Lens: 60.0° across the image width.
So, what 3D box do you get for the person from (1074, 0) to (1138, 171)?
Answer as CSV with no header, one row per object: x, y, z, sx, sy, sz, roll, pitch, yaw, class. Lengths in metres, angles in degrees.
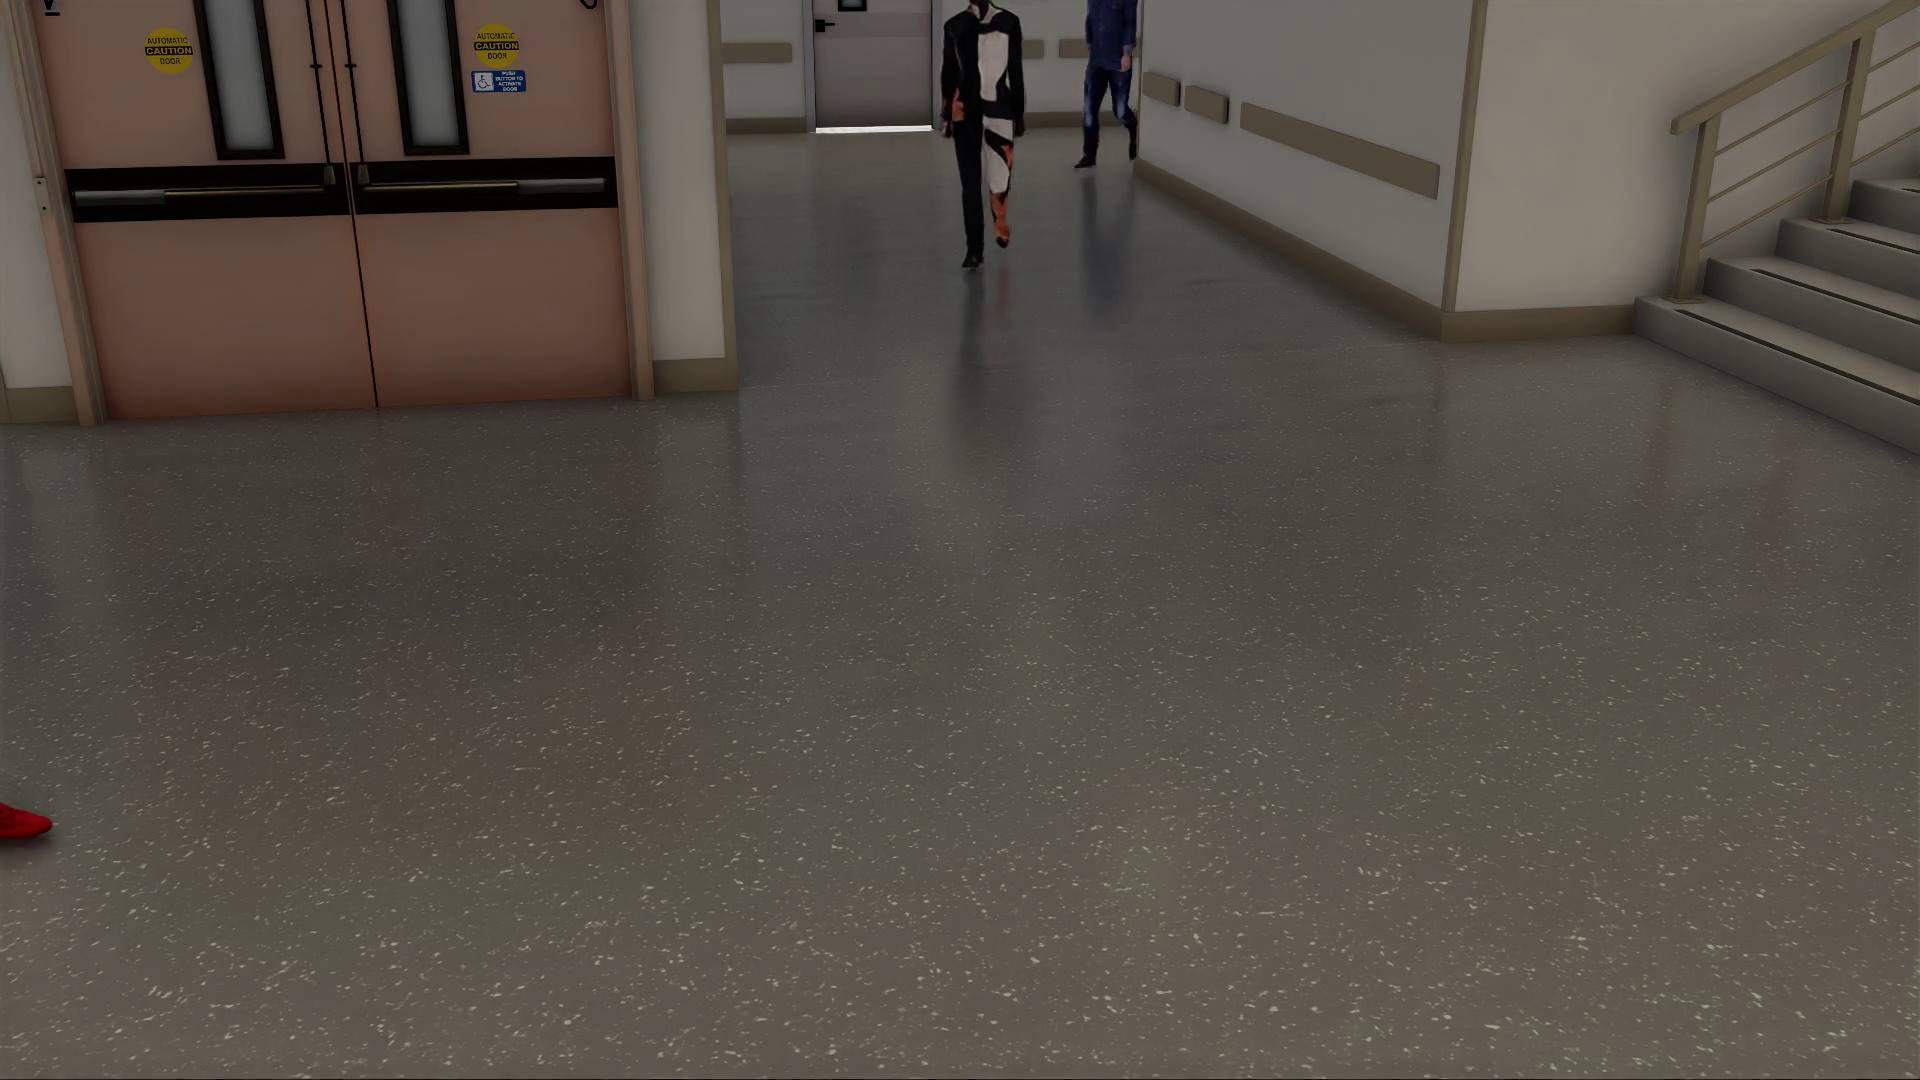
1.353,-4.146,14.532,1.062,1.801,1.127,18,27,39,person

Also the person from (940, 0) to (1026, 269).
0.161,-2.695,10.594,0.926,1.878,0.917,3,21,8,person
